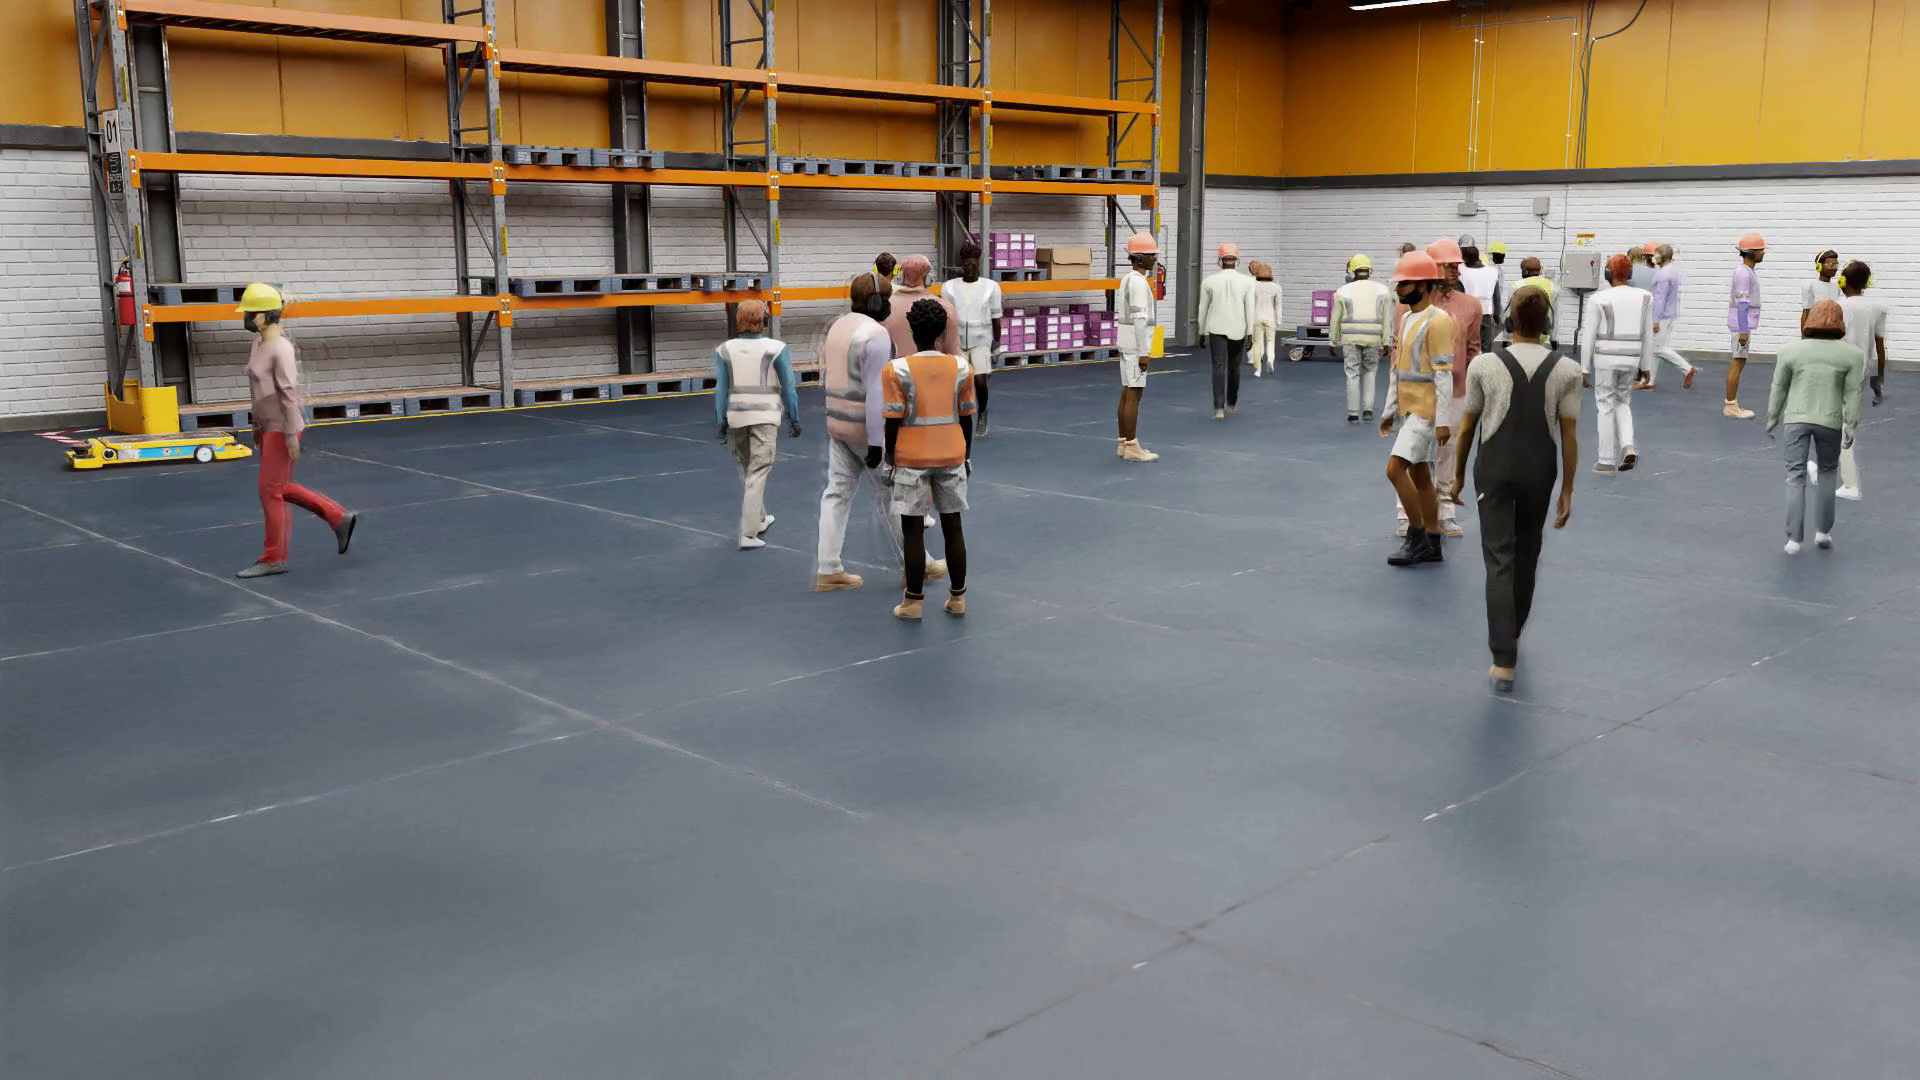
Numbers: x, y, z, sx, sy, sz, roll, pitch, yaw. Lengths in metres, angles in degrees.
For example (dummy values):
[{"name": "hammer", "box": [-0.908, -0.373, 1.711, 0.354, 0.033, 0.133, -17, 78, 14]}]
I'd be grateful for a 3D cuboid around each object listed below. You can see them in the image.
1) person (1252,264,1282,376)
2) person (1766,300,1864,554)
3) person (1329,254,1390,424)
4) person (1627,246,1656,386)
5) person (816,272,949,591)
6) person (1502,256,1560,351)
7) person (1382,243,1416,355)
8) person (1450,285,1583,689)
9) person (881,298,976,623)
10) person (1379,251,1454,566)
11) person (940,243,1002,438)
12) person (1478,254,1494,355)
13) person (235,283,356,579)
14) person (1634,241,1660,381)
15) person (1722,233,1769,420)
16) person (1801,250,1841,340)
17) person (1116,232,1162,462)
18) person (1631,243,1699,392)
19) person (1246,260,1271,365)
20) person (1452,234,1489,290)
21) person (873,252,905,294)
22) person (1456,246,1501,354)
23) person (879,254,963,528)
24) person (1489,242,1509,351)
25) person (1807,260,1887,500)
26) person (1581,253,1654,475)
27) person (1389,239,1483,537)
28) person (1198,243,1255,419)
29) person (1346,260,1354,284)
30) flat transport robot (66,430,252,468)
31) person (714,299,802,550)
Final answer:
[{"name": "person", "box": [4.331, -3.128, 23.759, 0.504, 1.622, 0.456, 1, 10, 6]}, {"name": "person", "box": [5.479, -0.729, 10.704, 0.519, 1.609, 0.662, 4, 11, 23]}, {"name": "person", "box": [4.281, -2.158, 17.903, 0.627, 1.817, 0.548, 1, 10, 3]}, {"name": "person", "box": [9.071, -3.002, 22.407, 0.649, 1.877, 1.076, -4, 11, -21]}, {"name": "person", "box": [-0.455, -0.617, 9.532, 0.892, 1.801, 0.648, -7, 12, -32]}, {"name": "person", "box": [6.488, -2.321, 18.907, 0.633, 1.794, 0.962, -3, 11, -14]}, {"name": "person", "box": [7.582, -4.068, 28.154, 1.030, 1.880, 0.640, -2, 11, -10]}, {"name": "person", "box": [2.564, -0.274, 7.707, 0.512, 1.792, 0.966, 1, 10, 7]}, {"name": "person", "box": [-0.168, -0.411, 8.724, 0.540, 1.695, 0.317, -5, 11, -24]}, {"name": "person", "box": [2.771, -0.787, 10.173, 0.570, 1.919, 0.560, -1, 10, -3]}, {"name": "person", "box": [0.098, -1.917, 16.255, 0.599, 1.950, 0.433, 2, 11, 11]}, {"name": "person", "box": [7.750, -3.405, 24.972, 0.536, 1.729, 0.855, 8, 13, 38]}, {"name": "person", "box": [-4.020, -0.665, 9.958, 0.682, 1.745, 0.531, -7, 13, -35]}, {"name": "person", "box": [9.559, -3.173, 23.125, 0.548, 1.936, 0.378, -5, 12, -27]}, {"name": "person", "box": [8.686, -2.361, 18.398, 0.364, 2.047, 0.611, 5, 11, 25]}, {"name": "person", "box": [8.915, -2.058, 17.235, 0.514, 1.872, 0.328, -5, 11, -24]}, {"name": "person", "box": [1.602, -1.722, 14.926, 0.388, 2.045, 0.605, -1, 10, -3]}, {"name": "person", "box": [9.094, -2.842, 21.381, 0.761, 1.923, 0.637, 5, 12, 27]}, {"name": "person", "box": [4.609, -3.563, 26.105, 0.515, 1.624, 0.432, -1, 10, -5]}, {"name": "person", "box": [6.979, -3.214, 23.071, 0.674, 2.000, 0.535, 4, 11, 19]}, {"name": "person", "box": [-0.679, -1.765, 15.664, 0.507, 1.861, 0.329, 0, 10, 2]}, {"name": "person", "box": [6.878, -2.940, 22.033, 0.676, 1.888, 0.382, -2, 11, -9]}, {"name": "person", "box": [-0.288, -1.013, 11.472, 0.660, 1.890, 0.425, 3, 11, 18]}, {"name": "person", "box": [8.746, -3.910, 27.208, 0.410, 1.912, 0.595, 6, 12, 30]}, {"name": "person", "box": [6.884, -1.262, 13.036, 0.555, 1.812, 0.941, 0, 10, -1]}, {"name": "person", "box": [5.519, -1.471, 14.021, 0.610, 1.872, 0.413, -1, 10, -6]}, {"name": "person", "box": [3.193, -1.009, 11.171, 0.621, 1.994, 0.381, -1, 10, -3]}, {"name": "person", "box": [2.969, -2.331, 18.574, 0.620, 1.933, 1.064, 1, 10, 6]}, {"name": "person", "box": [6.841, -4.049, 28.764, 0.395, 1.612, 0.510, -6, 12, -29]}, {"name": "flat transport robot", "box": [-7.160, -0.824, 14.867, 1.431, 0.197, 0.652, -7, 12, -33]}, {"name": "person", "box": [-1.298, -0.767, 10.929, 0.520, 1.603, 0.822, 4, 11, 21]}]
